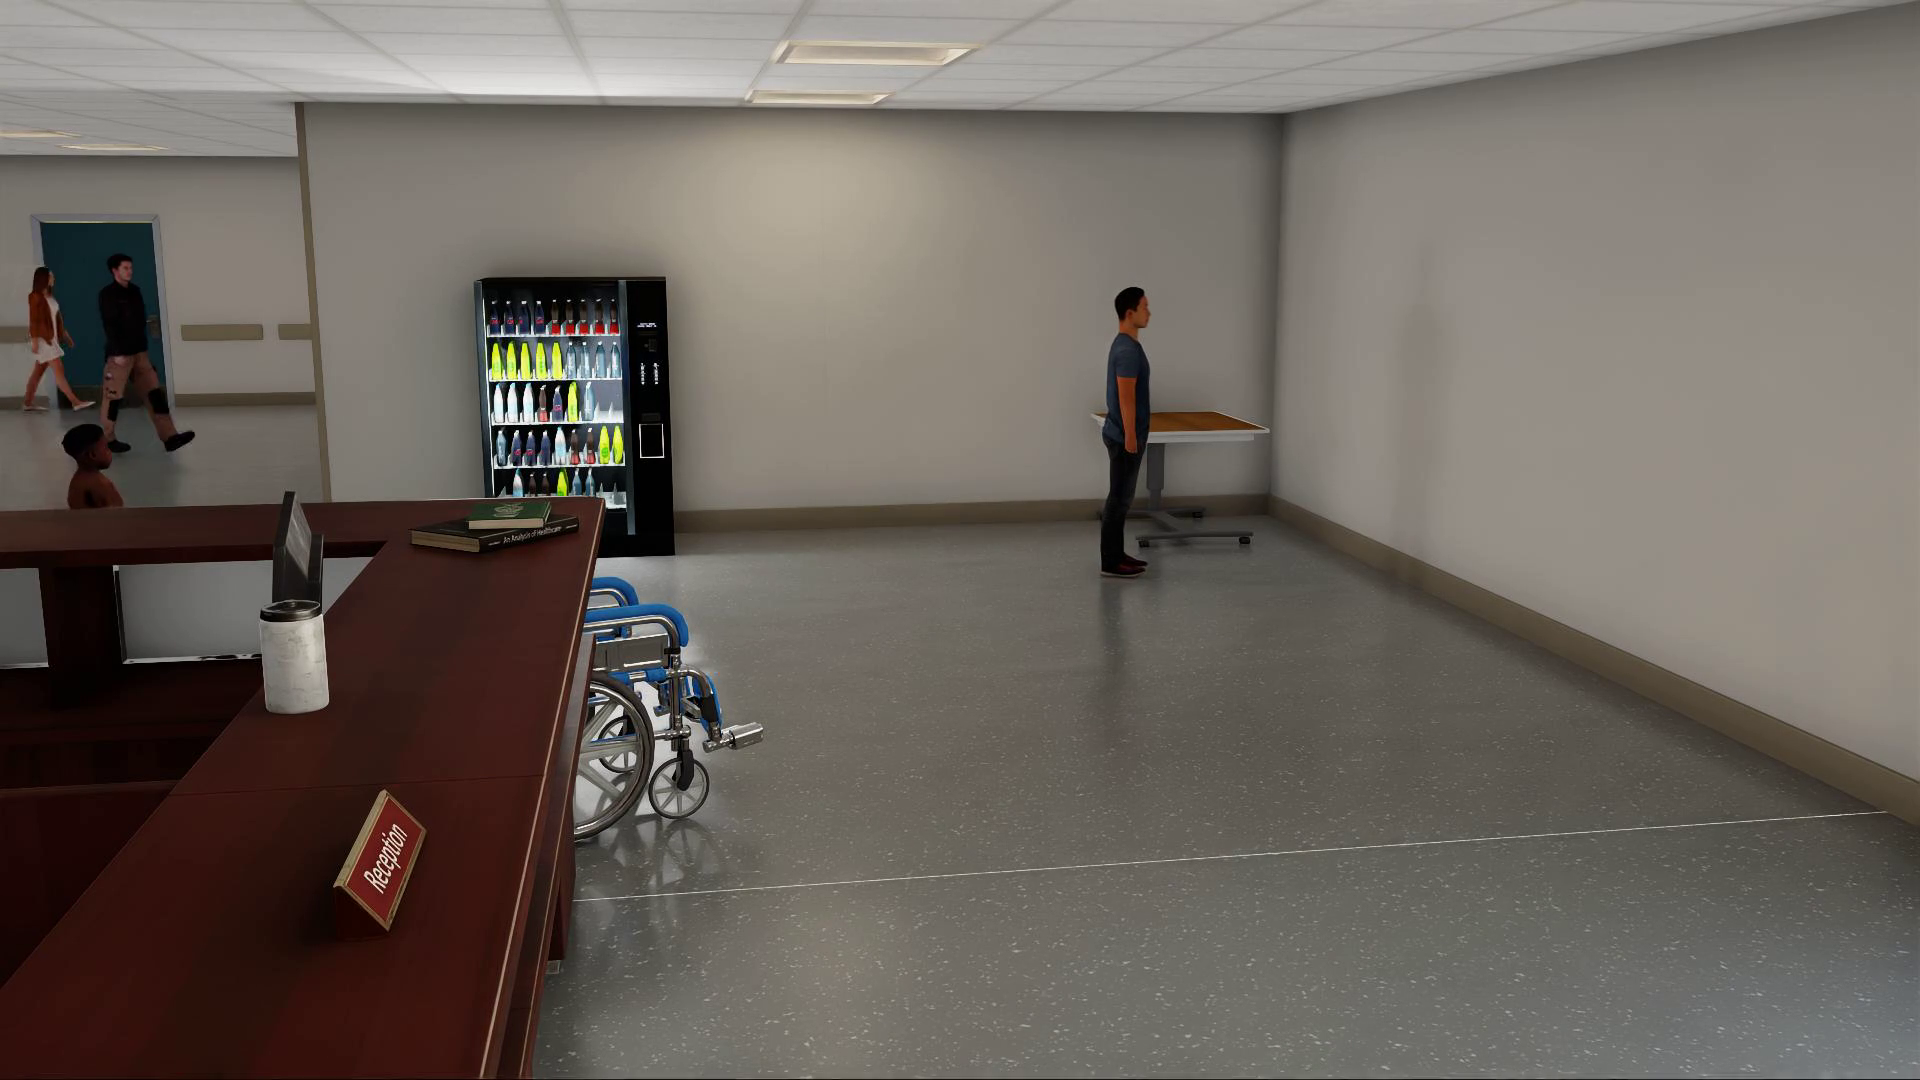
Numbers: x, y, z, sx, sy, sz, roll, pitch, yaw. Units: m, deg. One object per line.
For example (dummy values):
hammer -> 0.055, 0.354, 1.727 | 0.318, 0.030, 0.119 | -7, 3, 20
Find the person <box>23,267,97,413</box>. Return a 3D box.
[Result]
person -> -10.690, -2.285, 19.282 | 1.054, 1.672, 0.607 | -2, 11, -9

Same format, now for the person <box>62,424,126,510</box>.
person -> -4.209, 0.080, 8.004 | 0.907, 1.230, 0.756 | -8, 14, -38

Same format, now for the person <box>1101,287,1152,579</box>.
person -> 1.030, -0.681, 10.462 | 0.625, 1.808, 0.687 | 1, 11, 5

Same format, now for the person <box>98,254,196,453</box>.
person -> -7.977, -1.721, 15.771 | 1.309, 1.873, 1.044 | 3, 11, 13
